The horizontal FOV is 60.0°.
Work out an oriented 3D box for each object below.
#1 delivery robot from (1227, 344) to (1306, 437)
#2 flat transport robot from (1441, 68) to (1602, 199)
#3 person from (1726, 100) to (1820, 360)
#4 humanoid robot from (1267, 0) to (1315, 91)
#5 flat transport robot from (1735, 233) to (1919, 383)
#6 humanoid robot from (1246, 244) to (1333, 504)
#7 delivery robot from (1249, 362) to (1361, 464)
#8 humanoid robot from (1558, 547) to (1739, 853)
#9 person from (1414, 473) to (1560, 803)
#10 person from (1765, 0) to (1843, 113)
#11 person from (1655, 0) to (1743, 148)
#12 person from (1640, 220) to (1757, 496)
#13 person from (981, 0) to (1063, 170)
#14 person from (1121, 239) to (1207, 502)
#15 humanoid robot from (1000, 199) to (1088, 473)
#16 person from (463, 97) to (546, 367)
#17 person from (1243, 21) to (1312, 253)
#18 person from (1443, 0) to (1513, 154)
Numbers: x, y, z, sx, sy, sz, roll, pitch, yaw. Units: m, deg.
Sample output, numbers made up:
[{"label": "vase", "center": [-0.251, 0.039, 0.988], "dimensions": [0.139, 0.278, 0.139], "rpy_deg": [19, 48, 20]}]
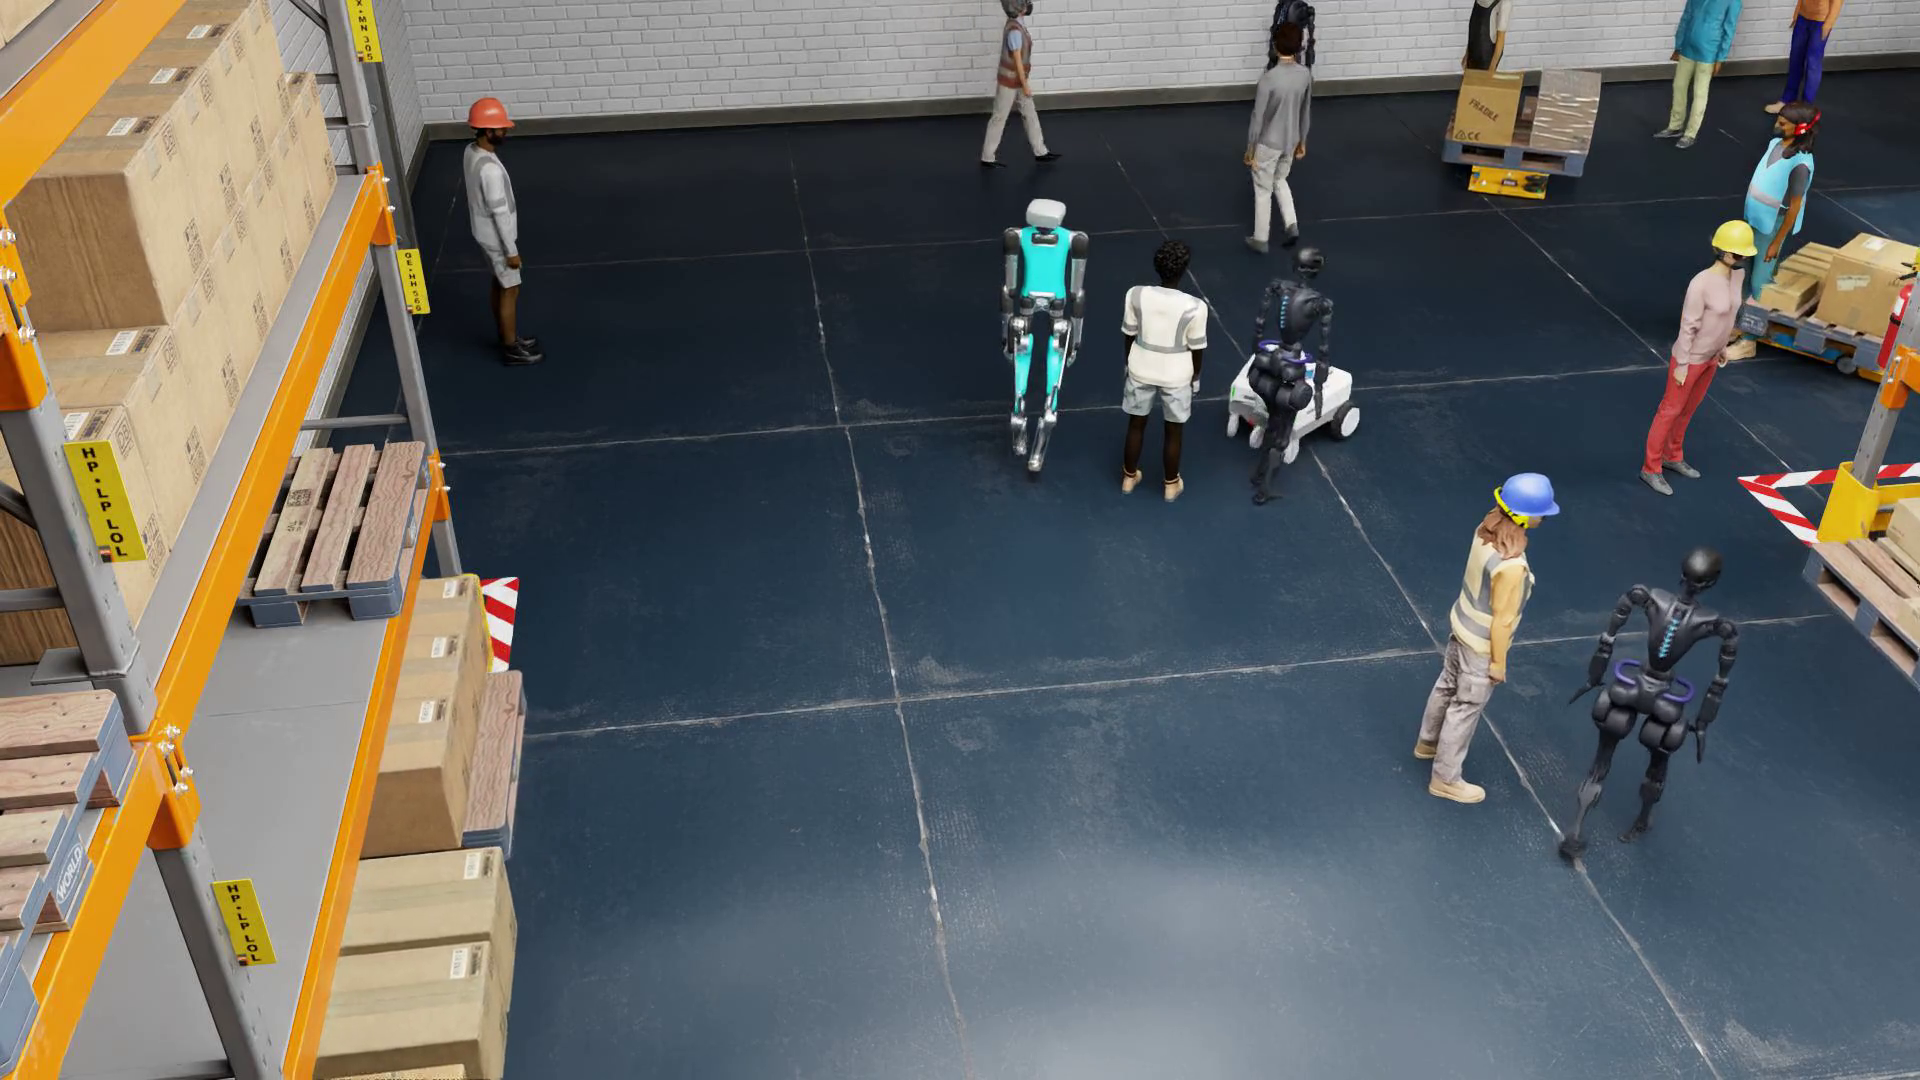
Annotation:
[{"label": "delivery robot", "center": [2.069, -1.029, 11.170], "dimensions": [0.499, 0.597, 0.790], "rpy_deg": [15, 36, 21]}, {"label": "flat transport robot", "center": [5.035, -3.460, 15.154], "dimensions": [0.659, 0.231, 1.431], "rpy_deg": [11, 35, 16]}, {"label": "person", "center": [5.681, -2.186, 11.742], "dimensions": [0.391, 1.866, 0.516], "rpy_deg": [-3, 33, -5]}, {"label": "humanoid robot", "center": [3.031, -4.427, 15.395], "dimensions": [0.782, 1.626, 0.612], "rpy_deg": [-19, 37, -26]}, {"label": "flat transport robot", "center": [6.294, -1.515, 12.175], "dimensions": [1.431, 0.231, 0.659], "rpy_deg": [28, 42, 36]}, {"label": "humanoid robot", "center": [1.954, -1.012, 10.119], "dimensions": [0.435, 1.635, 0.601], "rpy_deg": [-25, 41, -33]}, {"label": "delivery robot", "center": [2.268, -0.886, 10.961], "dimensions": [0.799, 0.608, 0.499], "rpy_deg": [-29, 43, -36]}, {"label": "humanoid robot", "center": [3.070, 0.737, 7.484], "dimensions": [0.612, 1.647, 0.571], "rpy_deg": [24, 40, 32]}, {"label": "person", "center": [2.477, 0.450, 7.798], "dimensions": [0.368, 1.766, 0.479], "rpy_deg": [1, 33, 1]}, {"label": "person", "center": [8.238, -5.051, 16.042], "dimensions": [0.401, 1.973, 0.515], "rpy_deg": [-9, 34, -14]}, {"label": "person", "center": [6.866, -4.543, 15.461], "dimensions": [0.337, 1.752, 0.579], "rpy_deg": [-17, 37, -25]}, {"label": "person", "center": [4.550, -1.126, 10.209], "dimensions": [0.521, 1.768, 0.310], "rpy_deg": [-23, 40, -31]}, {"label": "person", "center": [0.566, -4.112, 14.871], "dimensions": [0.819, 1.654, 0.425], "rpy_deg": [5, 33, 7]}, {"label": "person", "center": [1.222, -1.014, 10.105], "dimensions": [0.534, 1.691, 0.320], "rpy_deg": [13, 35, 19]}, {"label": "humanoid robot", "center": [0.487, -1.156, 10.294], "dimensions": [0.531, 1.791, 0.794], "rpy_deg": [4, 33, 6]}, {"label": "person", "center": [-3.195, -2.133, 11.611], "dimensions": [0.388, 1.926, 0.546], "rpy_deg": [-16, 37, -23]}, {"label": "person", "center": [2.523, -3.169, 13.236], "dimensions": [0.540, 1.884, 0.454], "rpy_deg": [-14, 36, -20]}, {"label": "person", "center": [4.746, -4.373, 15.126], "dimensions": [0.344, 1.839, 0.499], "rpy_deg": [-8, 34, -12]}]
